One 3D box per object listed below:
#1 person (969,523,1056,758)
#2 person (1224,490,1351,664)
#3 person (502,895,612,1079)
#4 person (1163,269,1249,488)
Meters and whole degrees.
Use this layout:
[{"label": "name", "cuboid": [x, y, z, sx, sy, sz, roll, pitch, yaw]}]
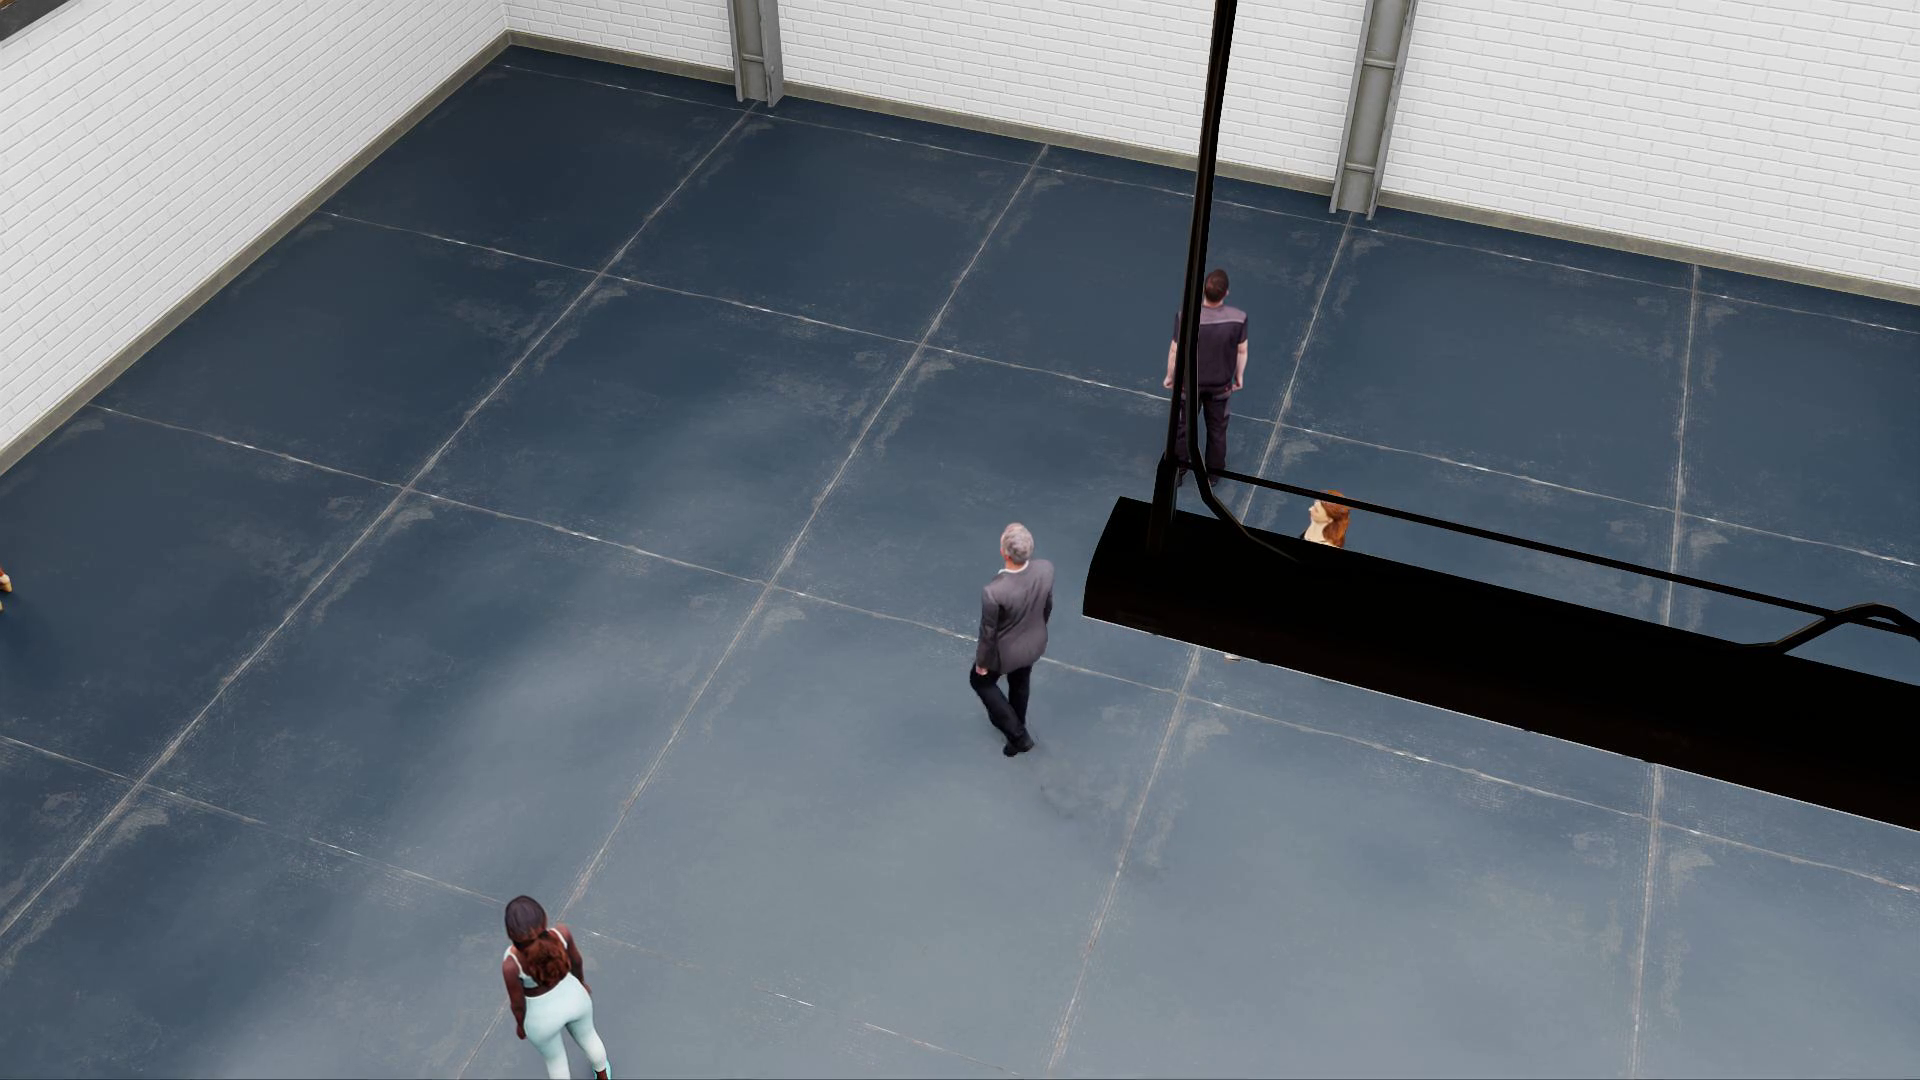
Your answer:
[{"label": "person", "cuboid": [0.357, 0.663, 10.080, 0.926, 1.830, 0.975, -28, 50, -26]}, {"label": "person", "cuboid": [2.342, 0.337, 10.607, 1.167, 1.575, 0.841, 1, 44, 1]}, {"label": "person", "cuboid": [-2.048, 2.356, 8.379, 0.657, 1.724, 0.674, -31, 52, -28]}, {"label": "person", "cuboid": [1.756, -1.152, 11.974, 0.649, 1.845, 0.852, 2, 44, 2]}]
